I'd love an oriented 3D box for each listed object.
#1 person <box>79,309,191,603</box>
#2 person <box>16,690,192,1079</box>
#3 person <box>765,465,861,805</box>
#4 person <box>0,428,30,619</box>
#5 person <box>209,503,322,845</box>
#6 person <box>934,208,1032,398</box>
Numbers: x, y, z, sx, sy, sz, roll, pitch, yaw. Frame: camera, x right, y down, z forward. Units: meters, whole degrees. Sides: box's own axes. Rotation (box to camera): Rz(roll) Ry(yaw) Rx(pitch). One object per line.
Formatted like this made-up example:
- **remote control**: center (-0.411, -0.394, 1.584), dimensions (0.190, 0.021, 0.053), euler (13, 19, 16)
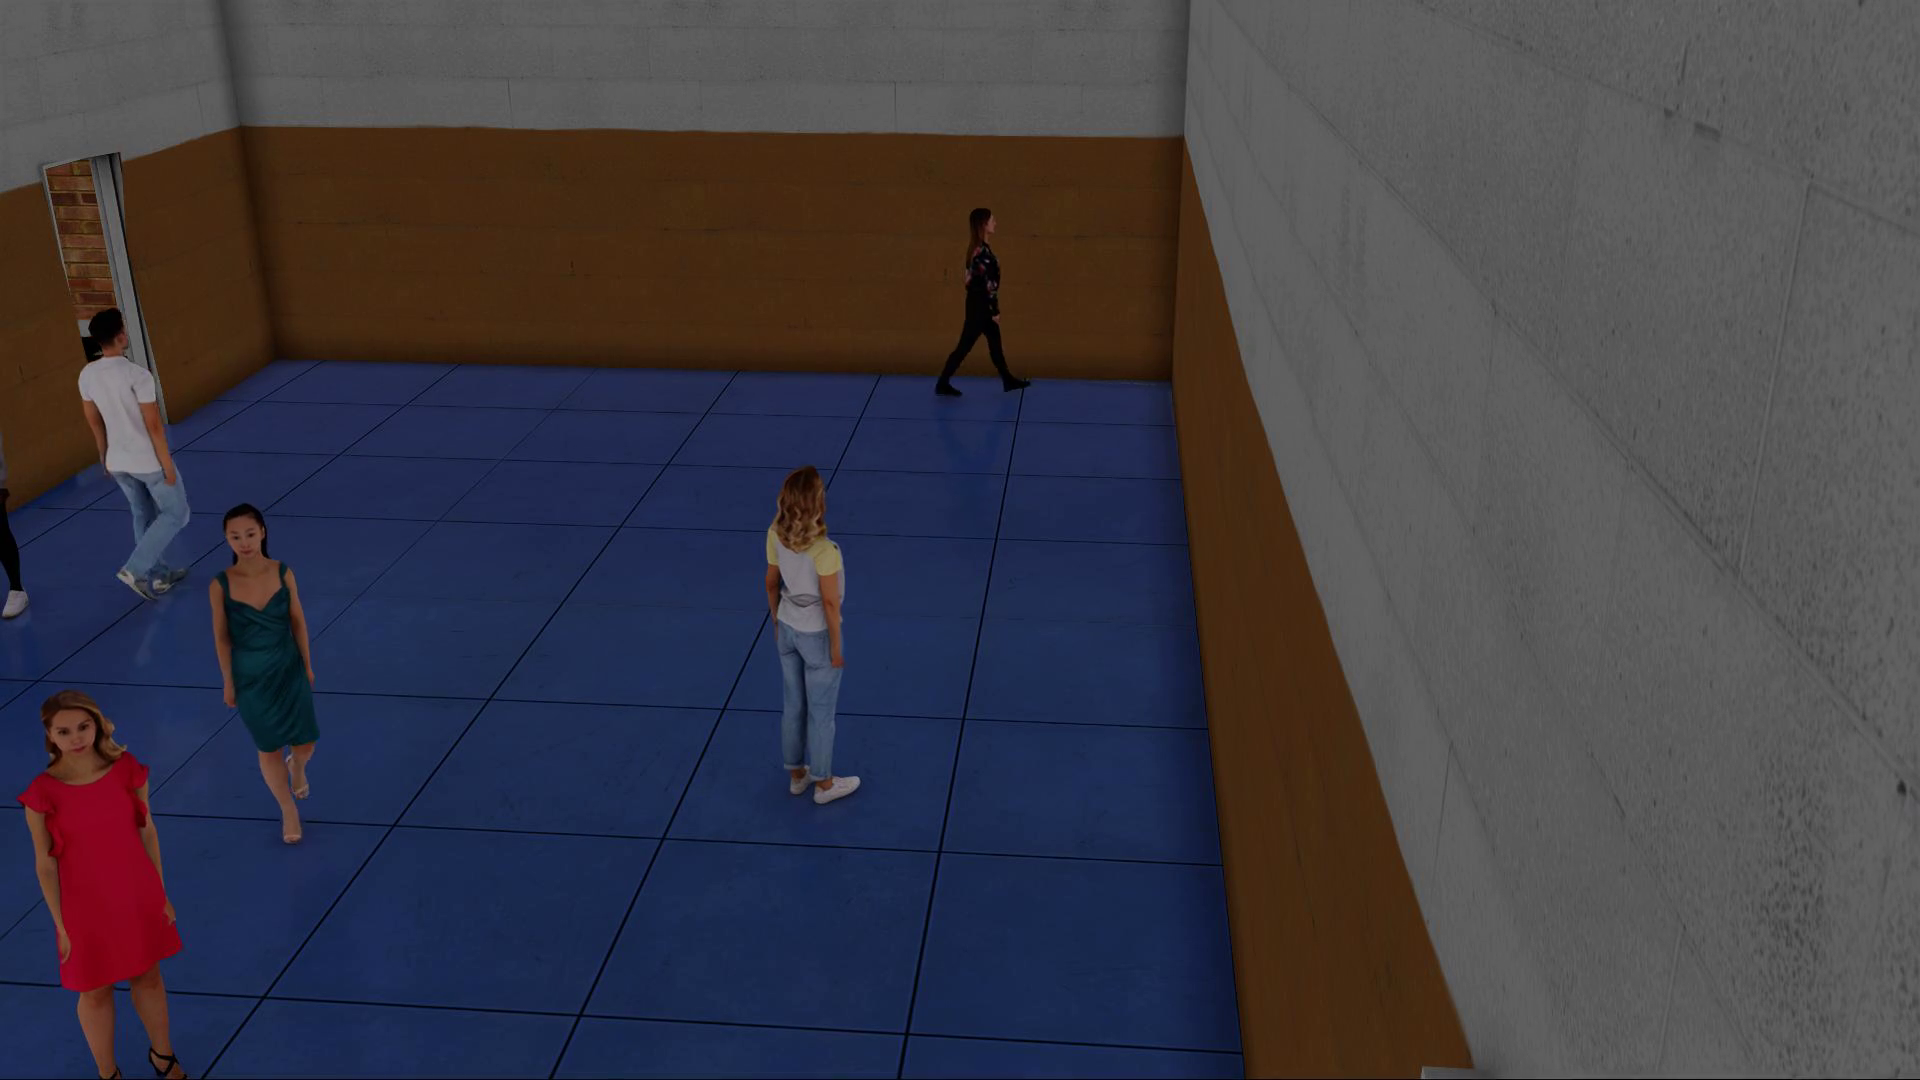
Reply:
- **person**: center (-5.109, -0.476, 10.244), dimensions (0.905, 1.850, 0.850), euler (6, 23, 16)
- **person**: center (-3.063, 1.302, 5.982), dimensions (0.659, 1.728, 0.717), euler (-18, 28, -37)
- **person**: center (-0.738, 0.463, 8.058), dimensions (0.666, 1.722, 0.765), euler (17, 28, 37)
- **person**: center (-6.022, -0.387, 10.126), dimensions (0.497, 1.772, 0.701), euler (-1, 22, -2)
- **person**: center (-3.228, 0.619, 7.756), dimensions (0.740, 1.674, 0.778), euler (-10, 24, -24)
- **person**: center (0.083, -1.986, 14.291), dimensions (1.144, 1.636, 0.763), euler (-3, 22, -7)
